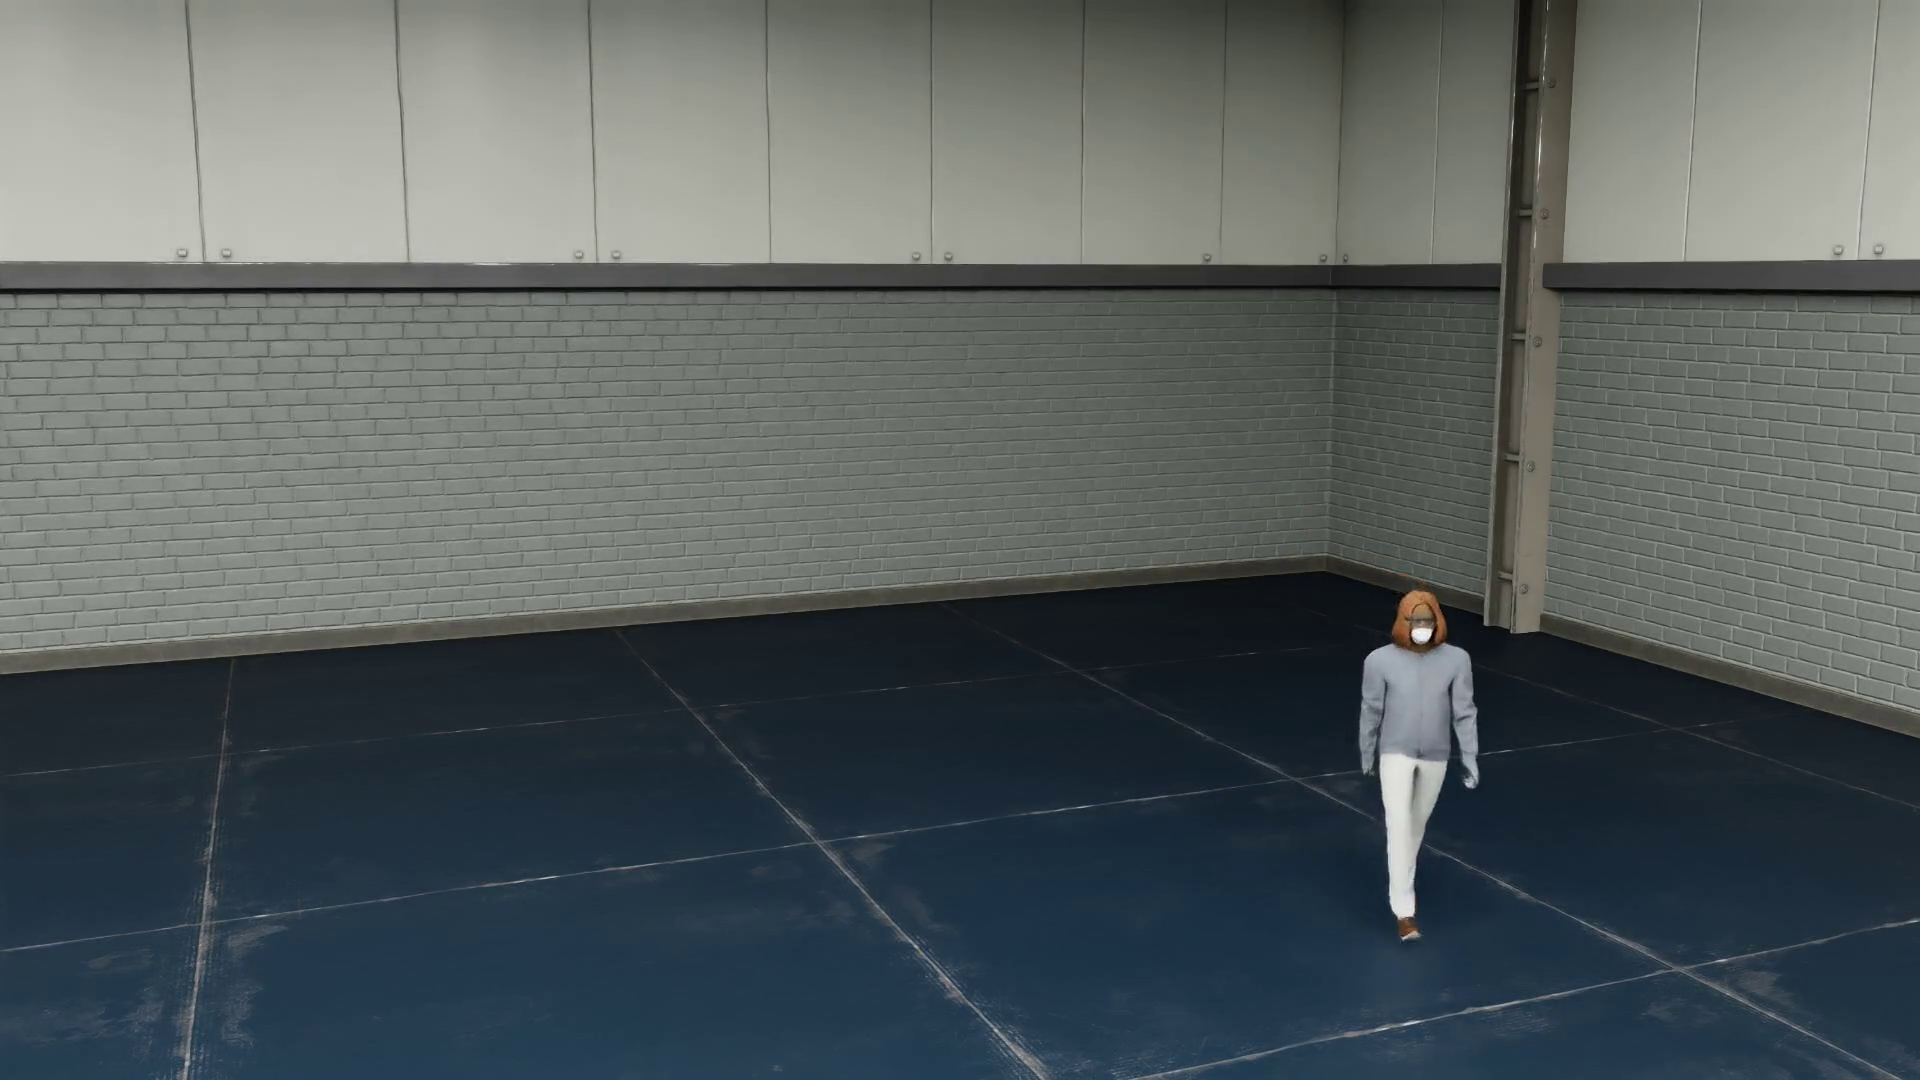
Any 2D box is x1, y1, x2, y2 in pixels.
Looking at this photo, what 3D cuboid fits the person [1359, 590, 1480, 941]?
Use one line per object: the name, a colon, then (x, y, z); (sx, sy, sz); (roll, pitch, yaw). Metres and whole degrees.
person: (2.125, 1.026, 7.692); (0.507, 1.587, 0.859); (0, 9, -2)
